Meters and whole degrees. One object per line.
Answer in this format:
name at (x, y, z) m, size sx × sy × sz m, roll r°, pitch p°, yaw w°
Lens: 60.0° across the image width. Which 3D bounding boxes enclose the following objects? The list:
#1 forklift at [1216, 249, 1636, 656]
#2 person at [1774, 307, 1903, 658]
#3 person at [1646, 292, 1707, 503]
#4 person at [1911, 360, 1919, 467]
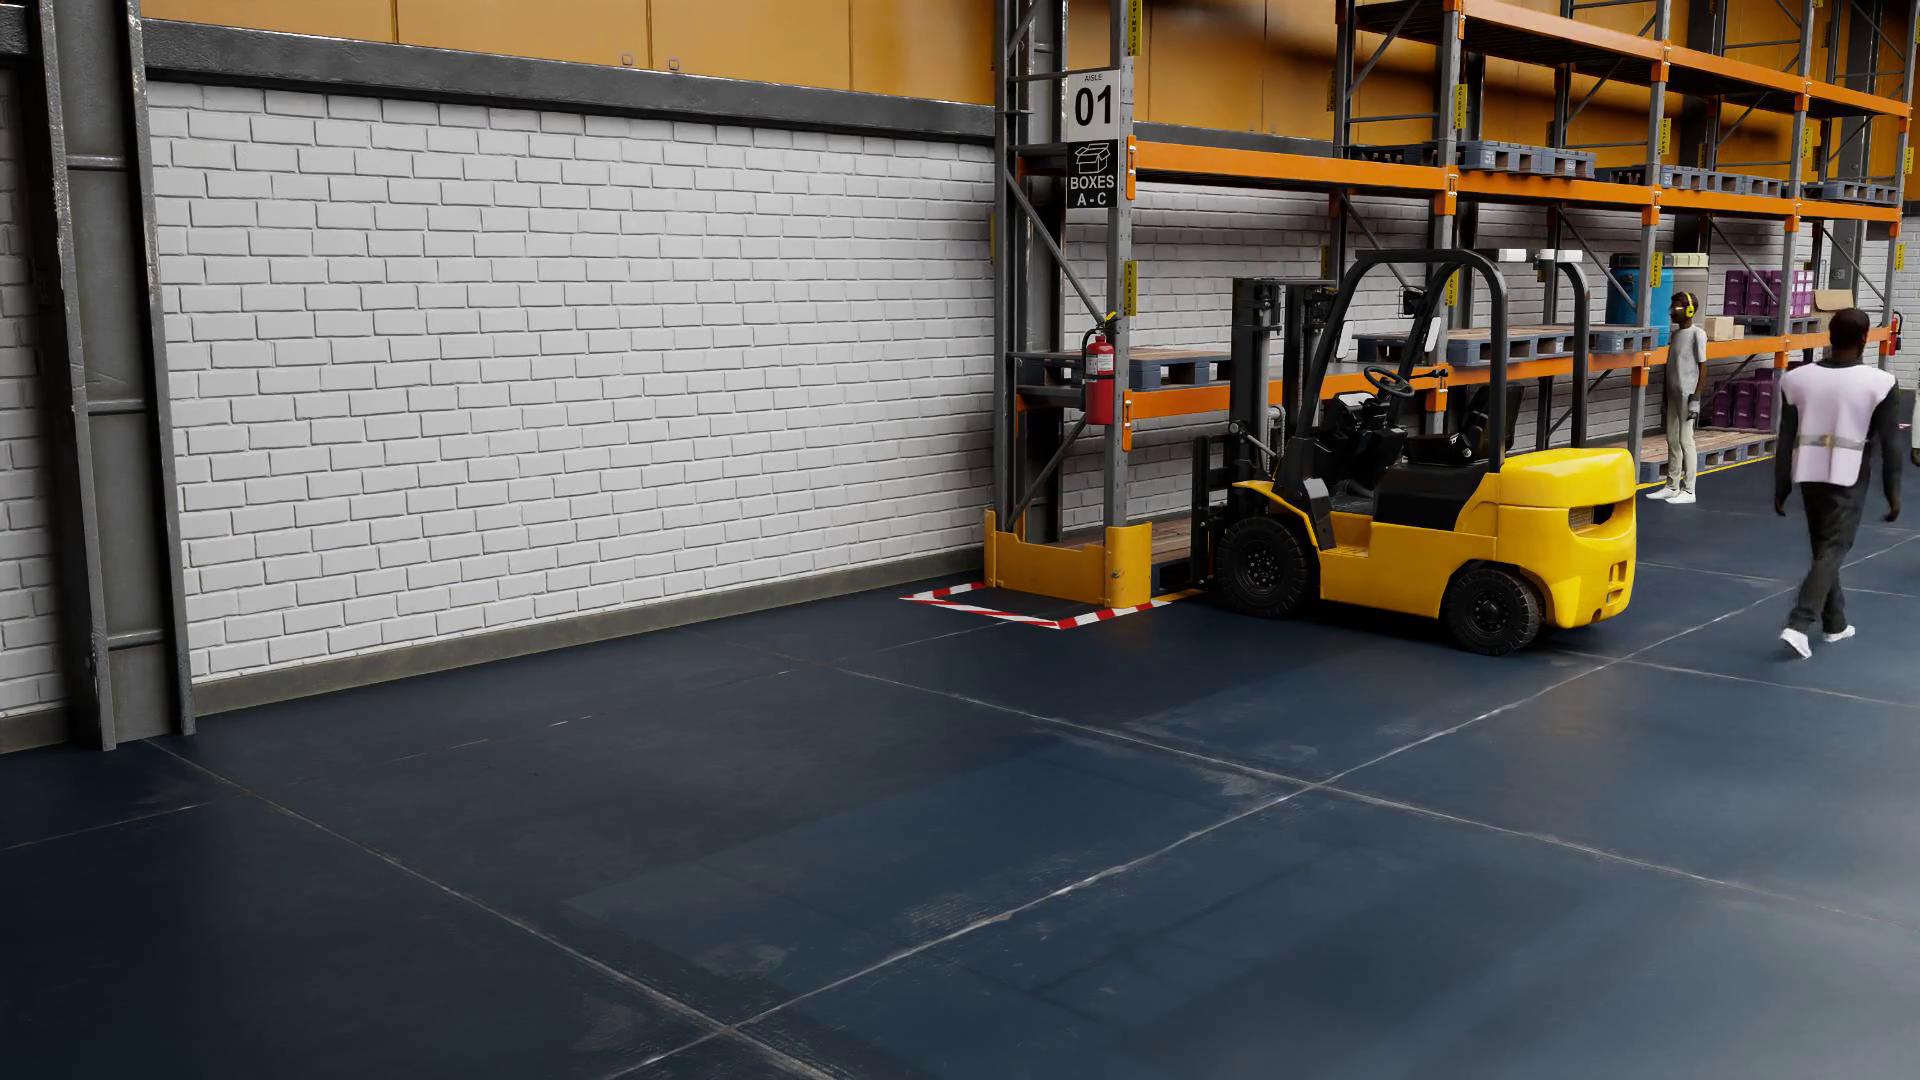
forklift at (2.710, -0.584, 9.626) m, size 2.313 × 2.155 × 1.214 m, roll 9°, pitch 13°, yaw 43°
person at (4.710, -0.315, 8.969) m, size 0.988 × 1.878 × 0.608 m, roll -8°, pitch 12°, yaw -39°
person at (6.384, -1.252, 14.743) m, size 0.310 × 1.859 × 0.532 m, roll -1°, pitch 9°, yaw -7°
person at (6.860, -0.691, 11.398) m, size 0.590 × 1.837 × 1.006 m, roll 7°, pitch 12°, yaw 38°
